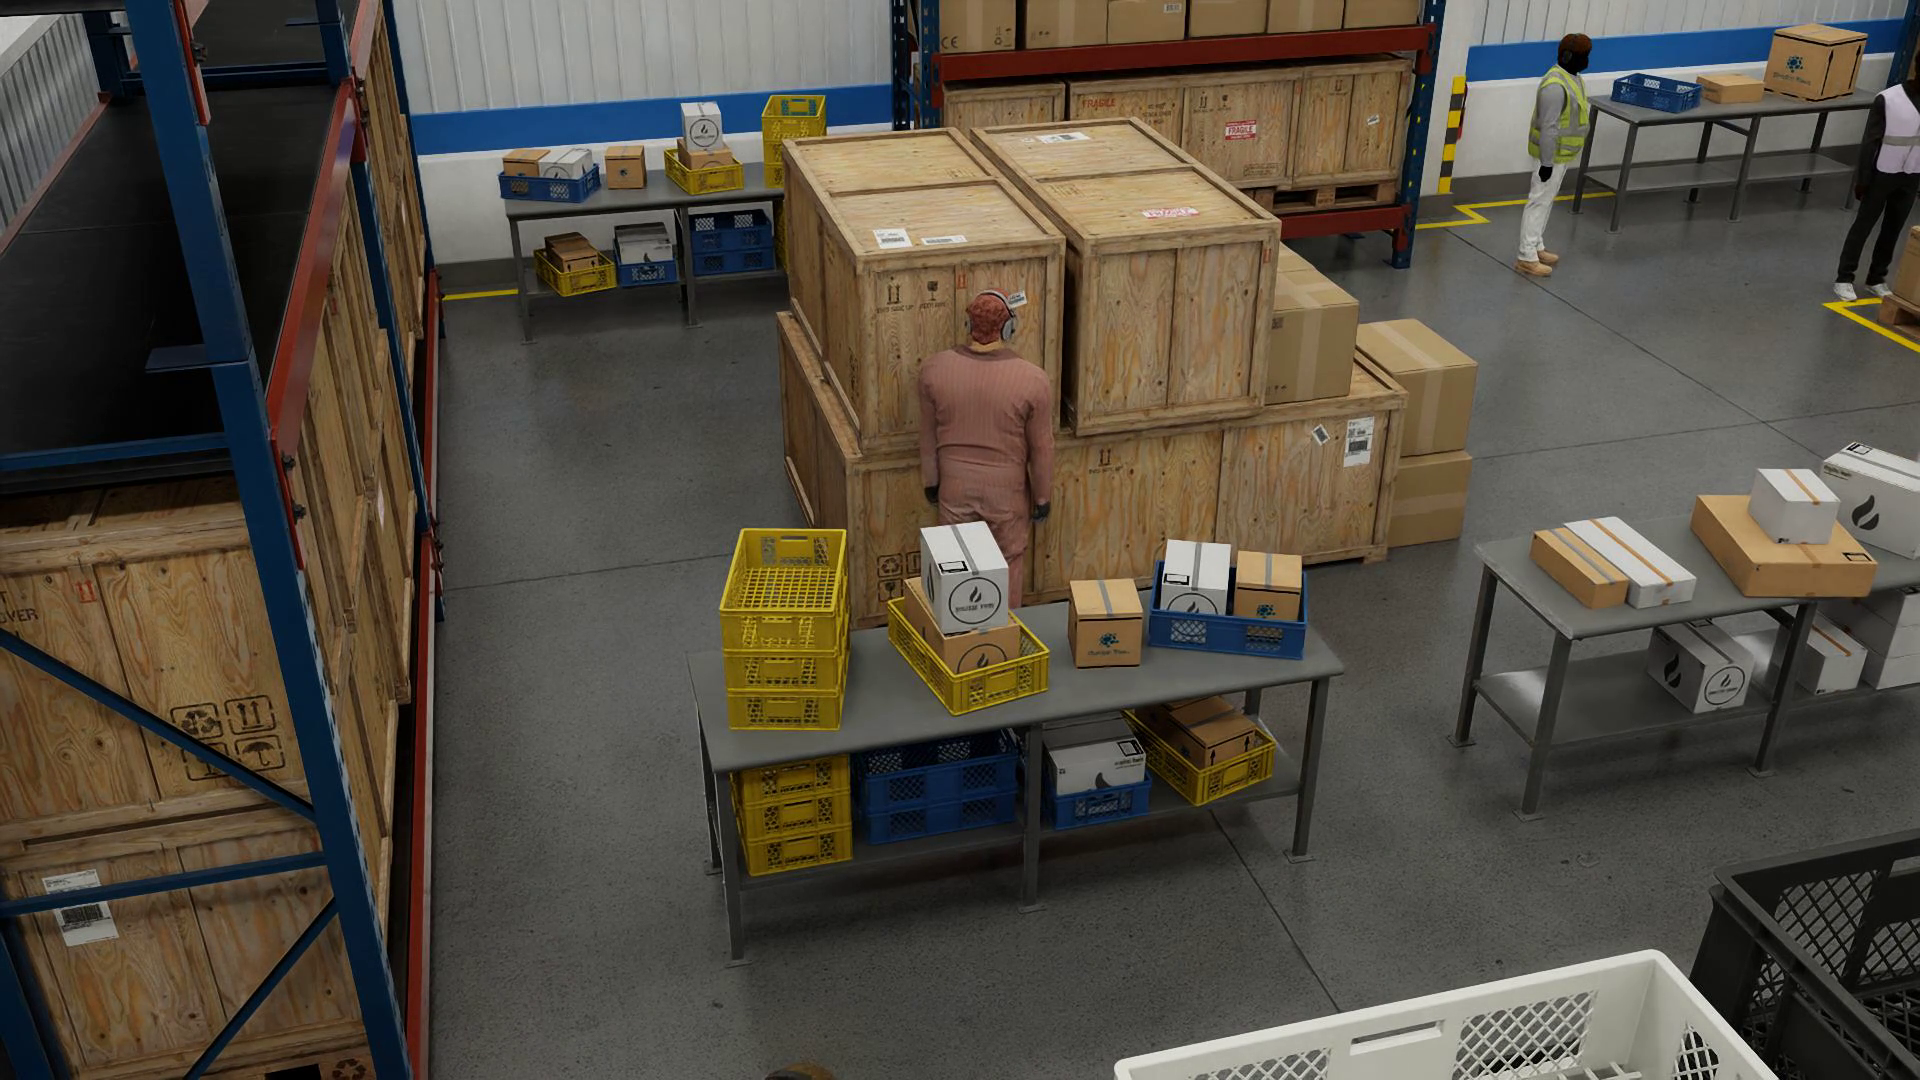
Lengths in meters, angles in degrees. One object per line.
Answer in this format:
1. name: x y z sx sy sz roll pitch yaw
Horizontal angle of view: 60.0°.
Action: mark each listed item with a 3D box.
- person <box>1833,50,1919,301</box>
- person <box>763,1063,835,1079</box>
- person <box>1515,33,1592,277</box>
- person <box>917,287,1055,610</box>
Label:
1. person: 6.929 -2.716 12.336 0.594 1.911 0.386 -2 29 -3
2. person: -0.328 1.963 3.815 0.627 1.934 0.371 0 29 -1
3. person: 4.621 -2.995 12.909 0.429 1.840 0.634 14 32 24
4. person: 0.124 -0.281 7.937 0.664 1.895 0.399 9 30 16
